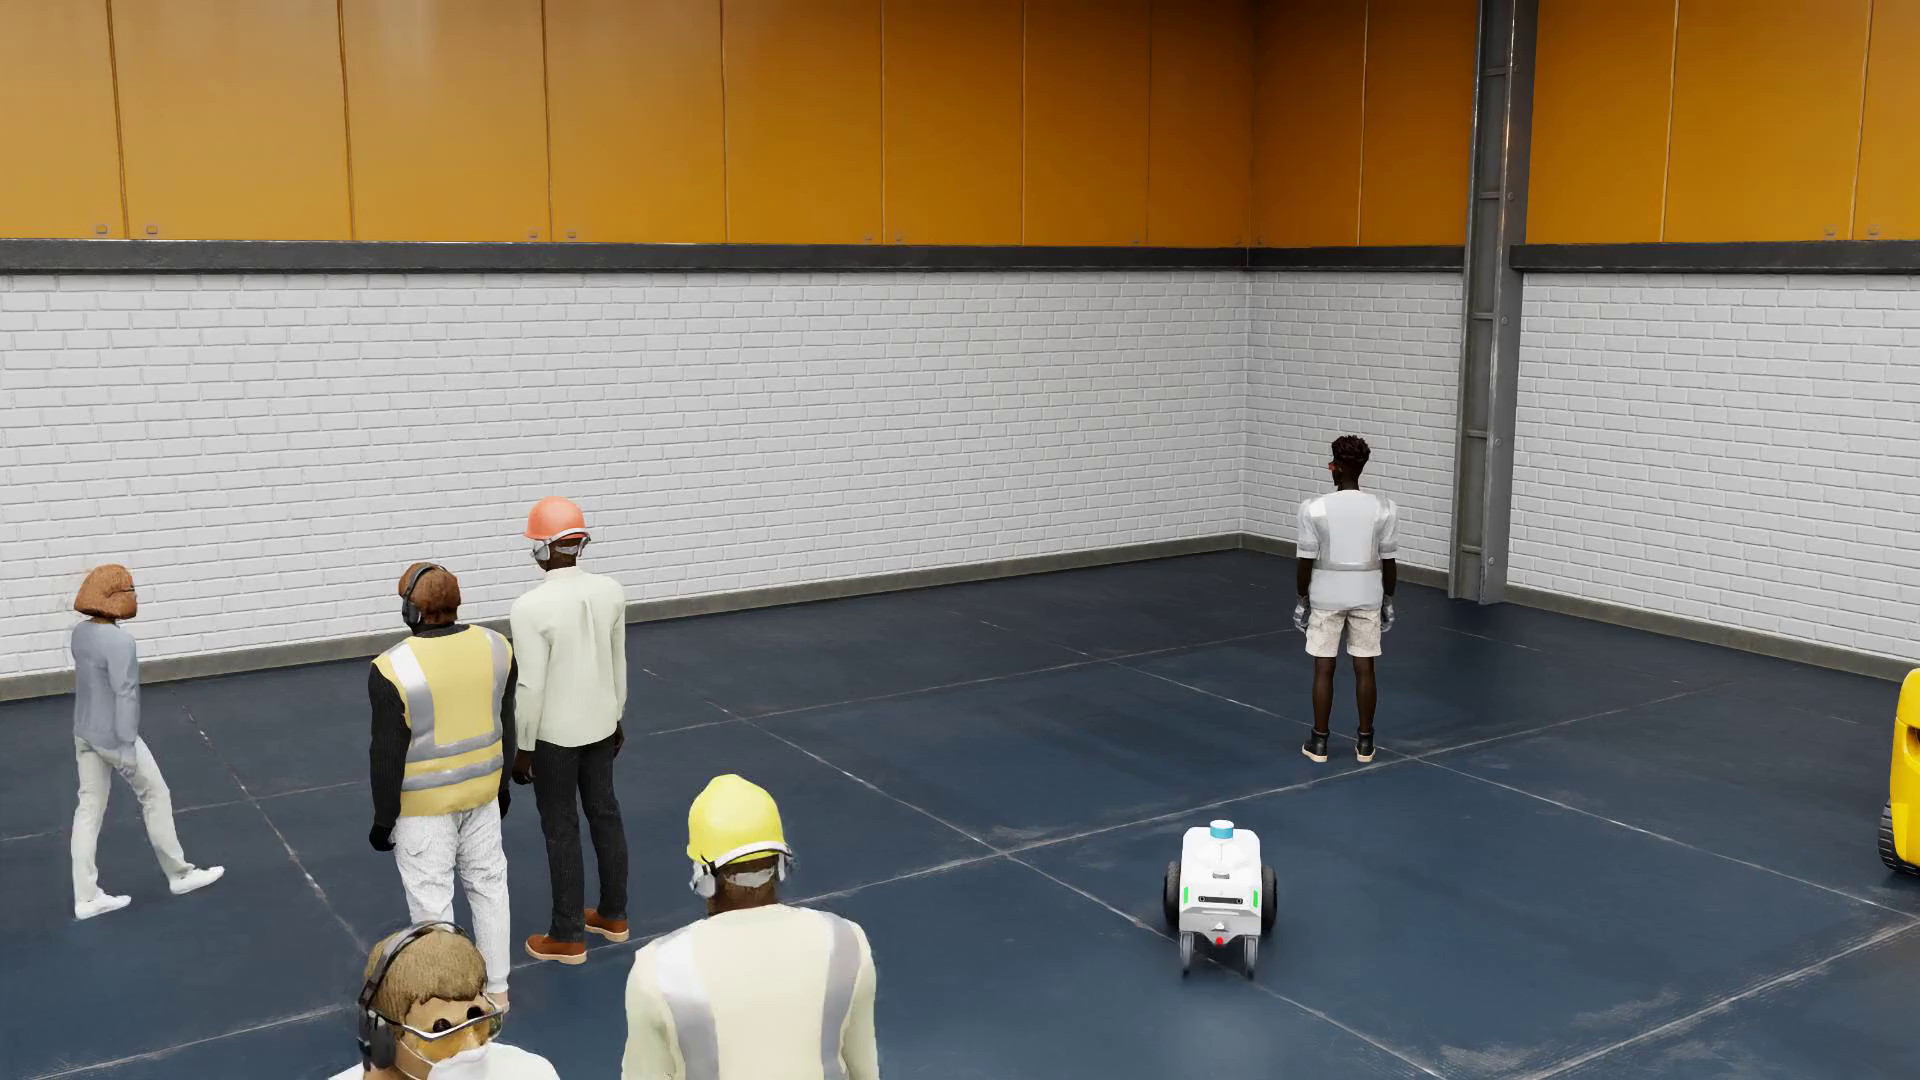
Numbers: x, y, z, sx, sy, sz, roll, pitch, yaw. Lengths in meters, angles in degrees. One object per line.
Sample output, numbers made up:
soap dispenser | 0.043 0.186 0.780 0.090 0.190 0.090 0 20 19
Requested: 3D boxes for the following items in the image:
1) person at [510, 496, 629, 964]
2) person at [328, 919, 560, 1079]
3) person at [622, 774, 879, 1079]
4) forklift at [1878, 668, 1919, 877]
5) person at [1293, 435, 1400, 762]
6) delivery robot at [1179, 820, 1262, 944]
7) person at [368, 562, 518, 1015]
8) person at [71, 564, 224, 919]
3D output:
person | -1.679 0.802 7.112 0.396 1.992 0.623 6 11 32
person | -0.936 1.564 2.908 0.642 1.883 1.055 -8 12 -40
person | -0.474 1.443 3.817 0.640 1.808 0.507 -5 11 -26
forklift | 5.511 0.571 7.906 2.313 2.155 1.214 -6 11 -33
person | 2.292 0.353 9.902 0.611 1.966 0.362 0 9 2
delivery robot | 1.129 1.459 7.203 0.477 0.478 0.707 2 10 9
person | -2.000 0.993 6.418 0.430 1.846 0.619 8 12 39
person | -3.805 0.896 7.681 0.527 1.600 0.740 7 12 35
